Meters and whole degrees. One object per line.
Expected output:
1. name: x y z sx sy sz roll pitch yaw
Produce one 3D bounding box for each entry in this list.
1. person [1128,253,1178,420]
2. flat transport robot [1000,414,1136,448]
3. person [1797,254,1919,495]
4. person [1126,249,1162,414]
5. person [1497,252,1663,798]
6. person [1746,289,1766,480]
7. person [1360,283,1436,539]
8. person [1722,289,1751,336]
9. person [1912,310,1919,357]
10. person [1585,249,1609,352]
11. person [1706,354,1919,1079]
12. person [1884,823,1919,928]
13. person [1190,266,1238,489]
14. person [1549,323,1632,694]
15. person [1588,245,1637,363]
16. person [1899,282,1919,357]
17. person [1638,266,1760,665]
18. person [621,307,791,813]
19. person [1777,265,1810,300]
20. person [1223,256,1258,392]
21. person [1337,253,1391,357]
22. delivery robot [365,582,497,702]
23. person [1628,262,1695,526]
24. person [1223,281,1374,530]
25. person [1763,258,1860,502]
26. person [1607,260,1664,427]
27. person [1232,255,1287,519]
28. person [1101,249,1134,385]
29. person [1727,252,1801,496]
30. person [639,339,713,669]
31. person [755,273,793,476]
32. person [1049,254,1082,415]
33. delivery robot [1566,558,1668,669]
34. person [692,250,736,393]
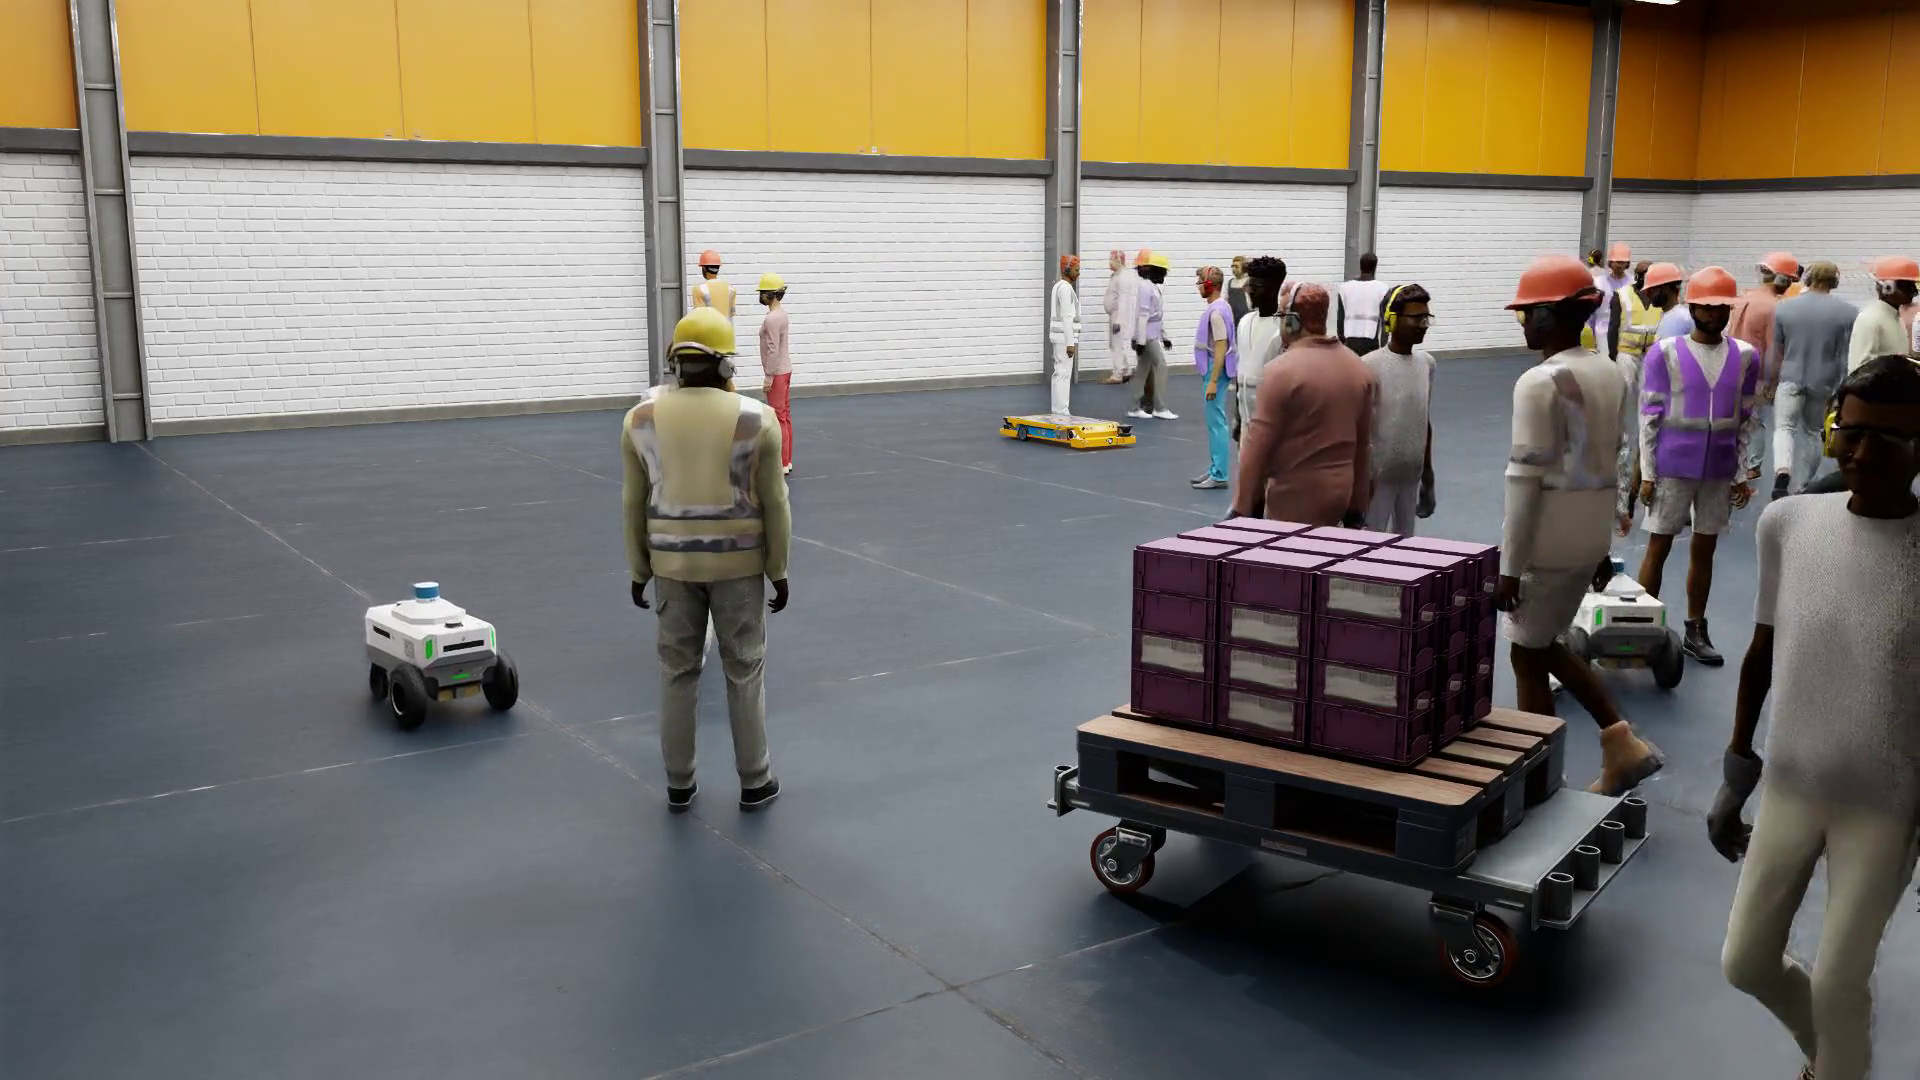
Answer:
1. person: 2.252 -2.311 18.954 0.720 1.890 0.587 2 10 9
2. flat transport robot: 1.077 -1.120 16.864 0.652 0.197 1.431 -7 12 -33
3. person: 5.907 -0.877 10.878 0.626 1.970 0.768 -8 13 -39
4. person: 2.182 -2.439 19.558 0.356 1.928 0.576 -2 10 -10
5. person: 2.108 0.017 5.825 0.615 2.025 0.548 -10 14 -43
6. person: 6.778 -1.334 14.300 0.288 1.634 0.499 -3 11 -16
7. person: 2.032 -0.271 7.855 0.509 1.864 0.333 -6 12 -31
8. person: 7.043 -1.475 15.140 0.464 1.598 0.536 -1 10 -3
9. person: 6.898 -1.012 11.421 0.697 2.000 0.811 9 14 42
10. person: 10.405 -3.833 27.364 0.519 1.869 0.326 -5 12 -26
11. person: 1.850 0.534 3.465 0.516 1.852 0.543 -8 13 -36
12. person: 2.491 0.524 4.169 0.530 1.608 0.569 4 11 22
13. person: 2.114 -1.333 13.733 0.387 1.838 0.565 2 10 8
14. person: 2.807 -0.150 7.648 0.491 1.697 0.892 1 10 3
15. person: 7.637 -2.434 19.390 0.622 1.989 1.067 3 11 18
16. person: 9.275 -1.761 16.413 0.550 1.718 0.927 5 12 28
17. person: 3.568 -0.347 8.053 0.547 1.938 0.377 0 10 2
18. person: -0.904 0.081 6.008 0.600 1.827 0.403 0 10 2
19. person: 12.678 -3.355 25.328 0.864 1.652 0.544 -10 14 -43
20. person: 3.675 -2.895 22.344 0.777 1.814 0.523 -9 14 -41
21. person: 4.487 -2.227 18.492 0.607 1.890 0.743 4 11 22
22. delivery robot: -2.337 0.431 7.329 0.477 0.478 0.707 -9 14 -40
23. person: 5.079 -1.055 12.074 0.934 1.876 0.672 4 11 19
24. person: 1.414 -0.177 7.283 0.645 1.881 0.767 -10 14 -43
25. person: 6.522 -1.197 12.791 0.653 1.916 0.842 5 11 26
26. person: 6.974 -1.942 17.068 0.636 1.840 0.429 1 10 7
27. person: 1.903 -0.773 10.323 0.370 1.962 0.608 -6 12 -30
28. person: 2.224 -3.130 23.458 0.414 1.920 0.675 0 10 -2
29. person: 6.337 -1.295 13.220 0.504 1.954 0.646 0 10 -2
30. person: -1.304 -0.202 8.114 0.523 1.621 0.617 1 10 7
31. person: -1.626 -1.441 14.527 0.314 1.768 0.526 1 10 4
32. person: 1.161 -2.169 18.220 0.354 1.874 0.573 -1 10 -6
33. delivery robot: 3.081 0.328 7.890 0.477 0.478 0.707 1 10 5
34. person: -2.672 -2.155 17.970 0.547 1.938 0.379 -10 14 -43
